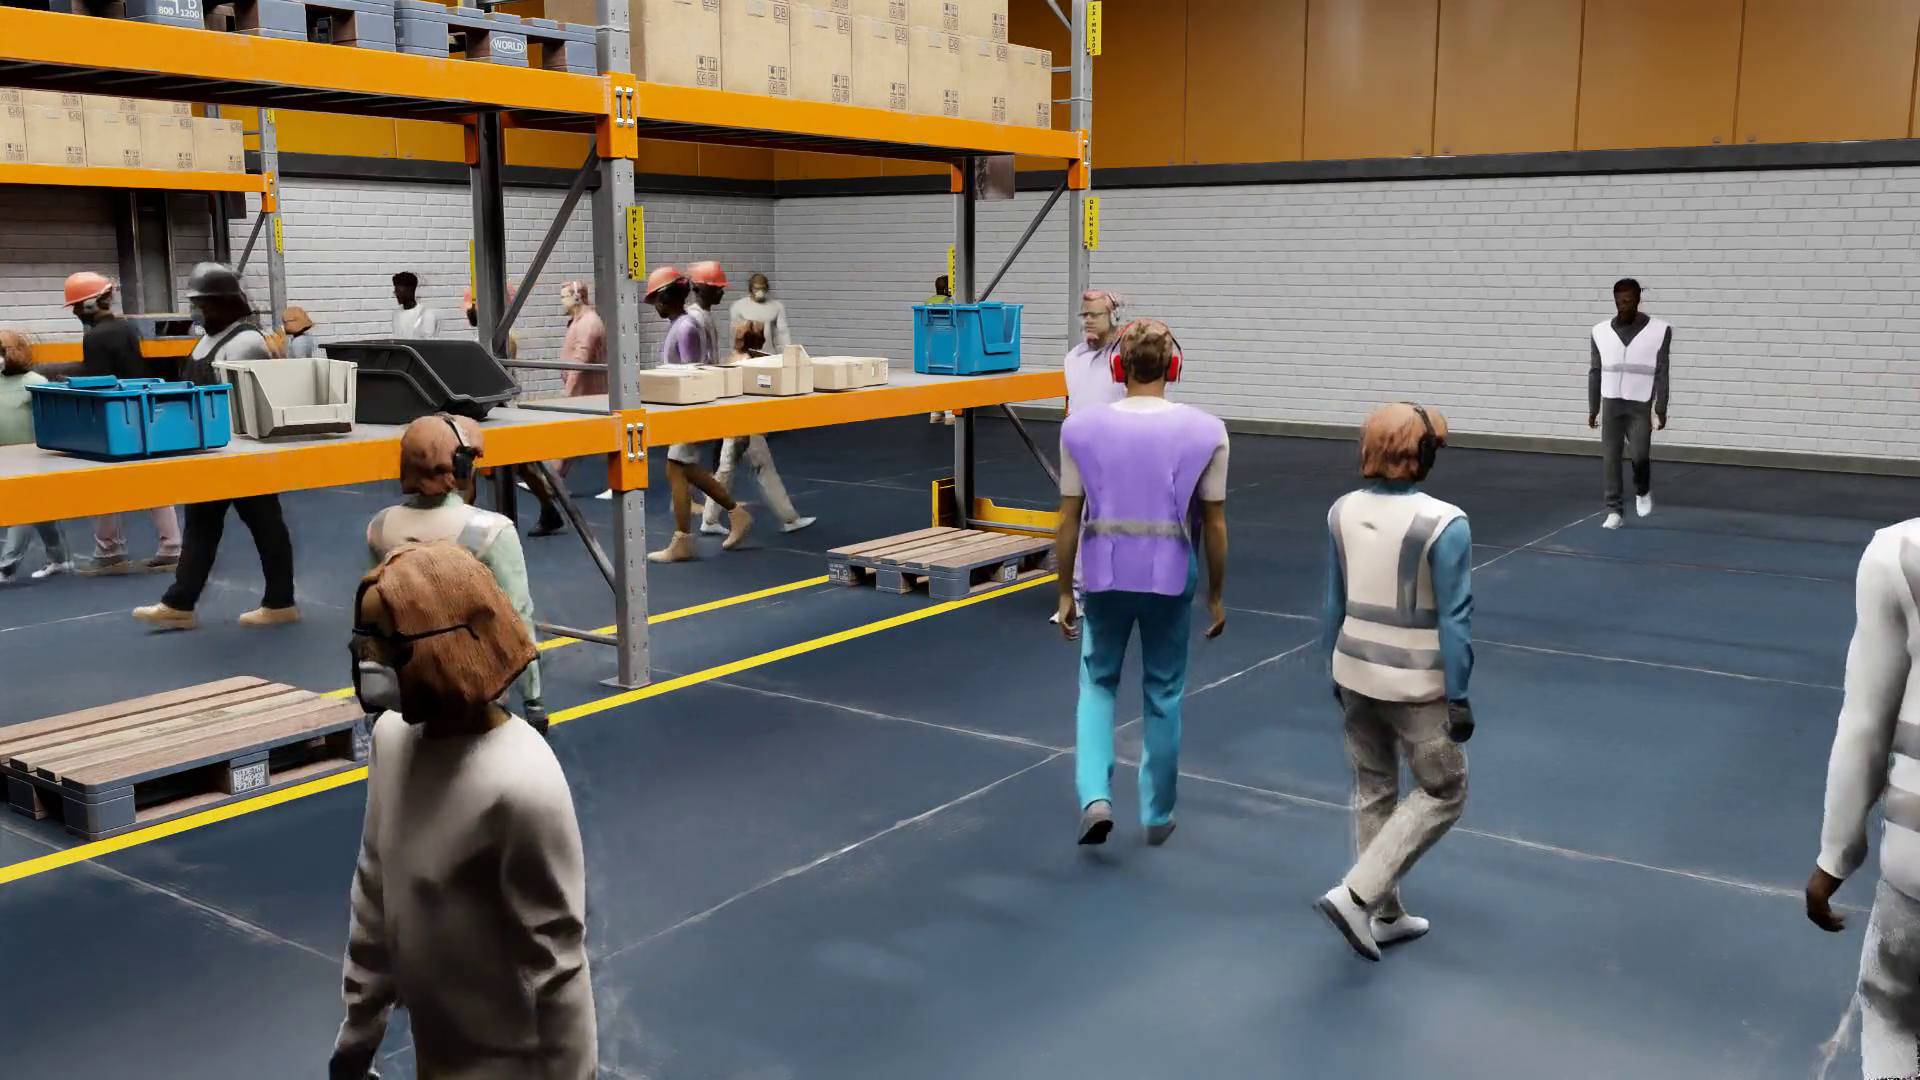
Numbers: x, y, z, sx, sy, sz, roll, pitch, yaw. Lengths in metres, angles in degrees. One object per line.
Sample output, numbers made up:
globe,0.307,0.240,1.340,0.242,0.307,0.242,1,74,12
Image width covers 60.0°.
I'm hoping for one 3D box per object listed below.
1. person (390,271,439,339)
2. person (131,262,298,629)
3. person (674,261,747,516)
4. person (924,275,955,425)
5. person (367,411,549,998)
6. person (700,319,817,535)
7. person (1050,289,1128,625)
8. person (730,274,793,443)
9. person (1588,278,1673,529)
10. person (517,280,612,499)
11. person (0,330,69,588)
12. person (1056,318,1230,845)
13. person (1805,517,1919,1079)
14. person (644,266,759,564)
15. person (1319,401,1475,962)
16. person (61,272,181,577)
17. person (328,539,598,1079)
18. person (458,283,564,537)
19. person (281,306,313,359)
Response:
person,-5.445,-1.685,16.444,0.608,1.911,0.997,4,10,25
person,-4.085,-0.497,9.001,0.901,2.000,0.703,-9,13,-44
person,-1.963,-1.176,13.105,0.717,2.014,0.621,1,10,4
person,-0.185,-2.350,20.627,0.429,1.844,0.626,-8,12,-40
person,-1.461,0.444,4.692,0.518,1.609,0.811,5,11,26
person,-1.529,-0.817,12.224,0.858,1.591,0.527,-4,10,-20
person,0.871,-0.488,9.450,0.630,1.877,0.897,7,12,36
person,-2.214,-2.021,18.569,0.656,1.871,1.042,-4,10,-22
person,5.085,-1.040,12.652,0.604,1.896,0.517,7,12,34
person,-3.260,-1.241,13.997,0.989,1.855,0.641,-4,10,-23
person,-5.910,-0.497,10.335,0.516,1.592,0.857,3,10,19
person,0.619,0.170,5.643,0.570,1.834,0.555,2,10,11
person,1.861,0.608,2.949,0.658,1.855,0.521,4,10,25
person,-1.752,-0.857,11.307,0.742,1.989,0.642,-2,10,-11
person,1.224,0.417,4.755,0.465,1.623,0.539,-6,11,-32
person,-5.429,-0.727,10.646,0.774,1.938,0.750,-1,10,-4
person,-0.757,0.800,2.521,0.377,1.620,0.509,-8,12,-38
person,-3.323,-0.913,11.964,0.540,1.895,1.002,8,13,41
person,-5.941,-1.300,15.046,0.631,1.620,0.509,-3,10,-16
